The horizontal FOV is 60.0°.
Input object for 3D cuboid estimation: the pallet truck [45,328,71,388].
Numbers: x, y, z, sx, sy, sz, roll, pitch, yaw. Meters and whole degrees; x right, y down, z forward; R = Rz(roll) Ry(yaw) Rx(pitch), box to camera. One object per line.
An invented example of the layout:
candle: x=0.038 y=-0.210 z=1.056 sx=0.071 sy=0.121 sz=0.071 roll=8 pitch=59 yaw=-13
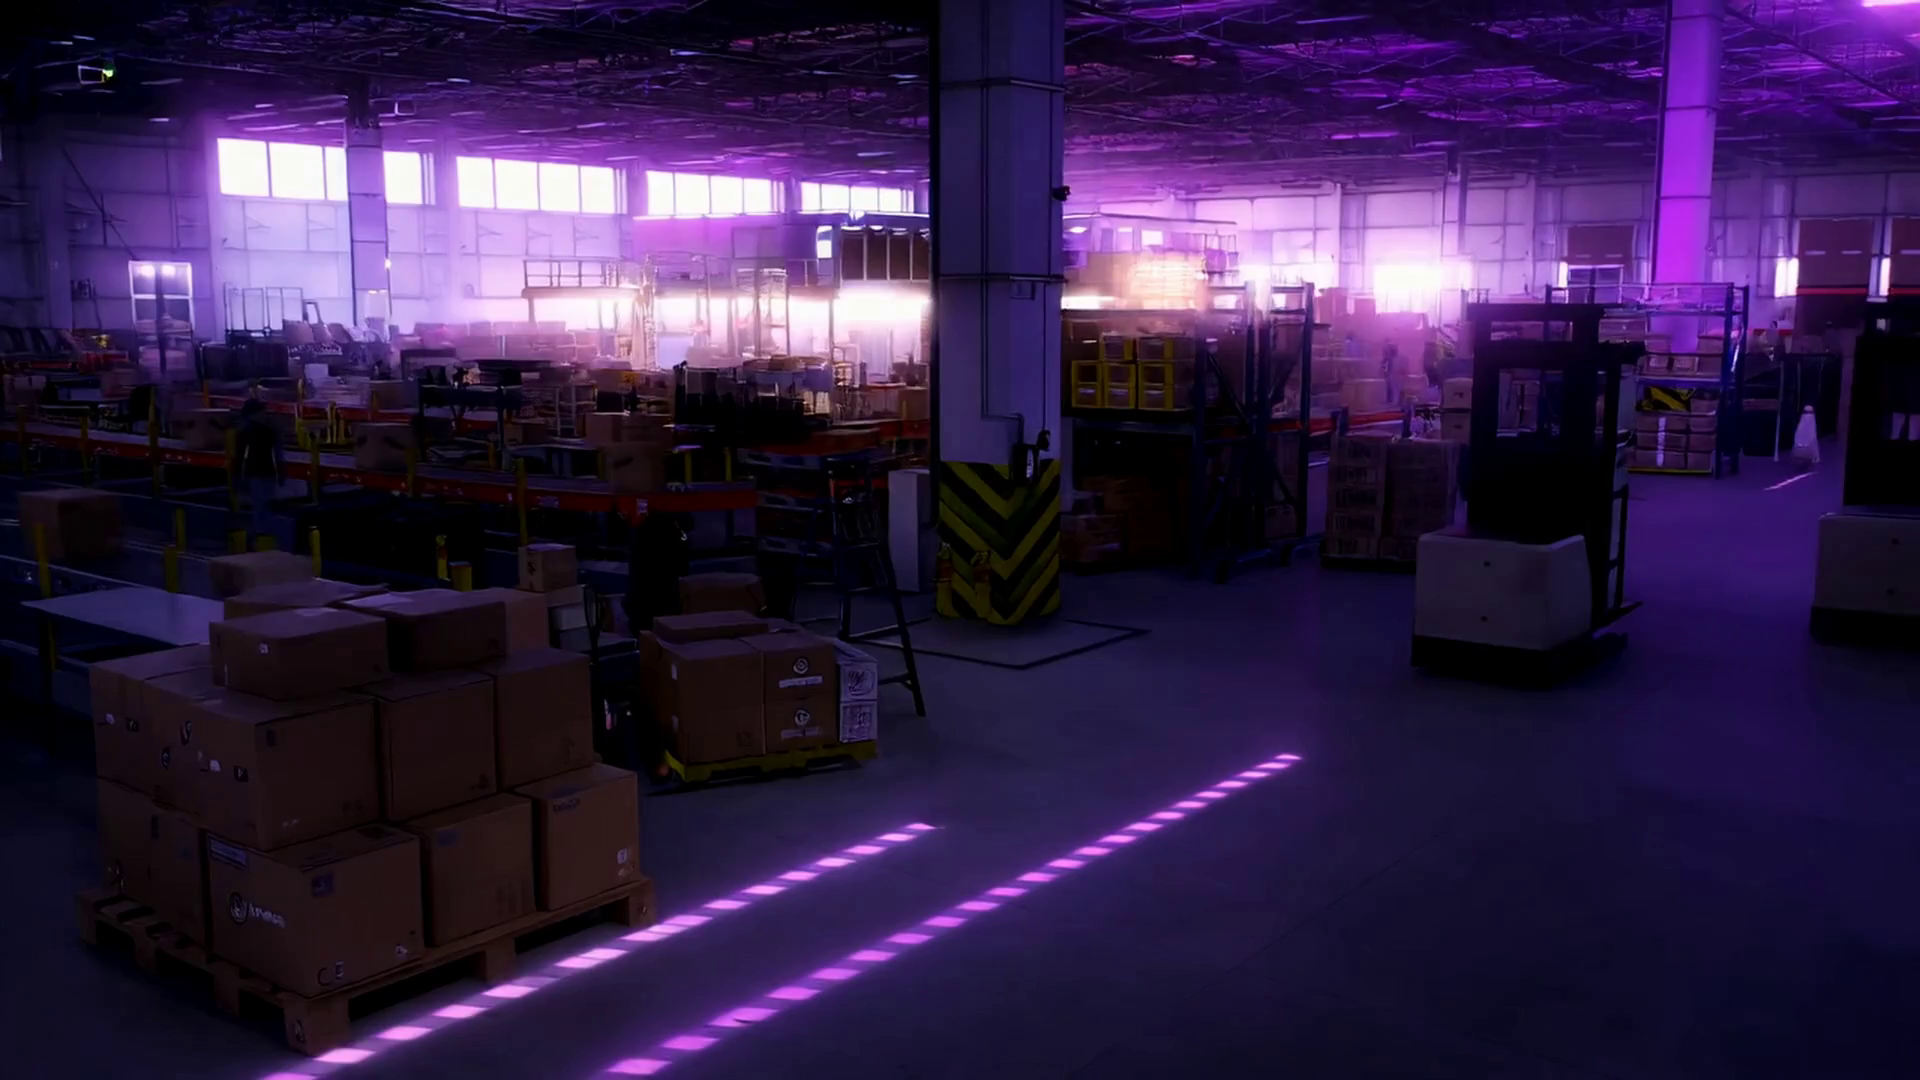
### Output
pallet truck: x=-23.775 y=-4.544 z=43.495 sx=1.885 sy=1.965 sz=0.823 roll=6 pitch=10 yaw=35

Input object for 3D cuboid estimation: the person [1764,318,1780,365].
person: x=33.015 y=-8.075 z=67.598 sx=0.598 sy=1.908 sz=0.632 roll=-4 pitch=9 yaw=-23

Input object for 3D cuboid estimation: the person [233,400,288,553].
person: x=-7.771 y=-0.687 z=18.428 sx=0.893 sy=1.720 sz=0.535 roll=4 pitch=9 yaw=26

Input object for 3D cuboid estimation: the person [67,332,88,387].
person: x=-22.459 y=-4.316 z=42.262 sx=0.651 sy=1.906 sz=0.403 roll=5 pitch=10 yaw=28

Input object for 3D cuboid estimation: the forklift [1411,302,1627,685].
forklift: x=4.379 y=-0.438 z=12.852 sx=1.129 sy=2.768 sz=1.873 roll=7 pitch=11 yaw=37

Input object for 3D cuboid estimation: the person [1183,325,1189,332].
person: x=7.294 y=-6.022 z=53.868 sx=0.325 sy=1.877 sz=0.521 roll=4 pitch=9 yaw=26

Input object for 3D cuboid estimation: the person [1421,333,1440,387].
person: x=13.811 y=-5.219 z=48.891 sx=0.319 sy=1.740 sz=0.633 roll=-7 pitch=11 yaw=-40

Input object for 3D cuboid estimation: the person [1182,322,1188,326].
person: x=7.698 y=-6.466 z=56.752 sx=0.633 sy=1.912 sz=1.018 roll=-2 pitch=9 yaw=-13

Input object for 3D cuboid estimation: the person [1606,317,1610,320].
person: x=29.021 y=-9.031 z=74.307 sx=0.624 sy=1.831 sz=0.618 roll=-4 pitch=9 yaw=-25

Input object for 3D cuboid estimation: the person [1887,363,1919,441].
person: x=15.660 y=-2.167 z=27.472 sx=0.612 sy=1.997 sz=0.376 roll=3 pitch=9 yaw=22

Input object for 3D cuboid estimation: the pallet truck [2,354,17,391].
pallet truck: x=-24.881 y=-4.417 z=42.634 sx=1.885 sy=1.965 sz=0.823 roll=8 pitch=11 yaw=41

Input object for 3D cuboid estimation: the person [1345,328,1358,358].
person: x=11.105 y=-5.014 z=46.925 sx=0.685 sy=1.922 sz=0.564 roll=5 pitch=10 yaw=30

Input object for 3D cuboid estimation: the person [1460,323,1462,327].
person: x=23.996 y=-9.938 z=80.105 sx=0.584 sy=1.923 sz=0.607 roll=-1 pitch=8 yaw=-6

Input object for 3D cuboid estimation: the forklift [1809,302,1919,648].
forklift: x=7.987 y=-0.603 z=13.962 sx=1.129 sy=2.768 sz=1.873 roll=7 pitch=11 yaw=37

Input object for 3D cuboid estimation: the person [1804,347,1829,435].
person: x=17.174 y=-2.960 z=33.395 sx=0.597 sy=1.818 sz=0.508 roll=-2 pitch=9 yaw=-15

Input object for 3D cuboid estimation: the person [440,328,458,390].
person: x=-13.203 y=-4.503 z=43.211 sx=1.000 sy=1.994 sz=0.633 roll=-3 pitch=9 yaw=-21

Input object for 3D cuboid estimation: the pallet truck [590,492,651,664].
pallet truck: x=-3.115 y=0.344 z=12.883 sx=0.653 sy=1.274 sz=1.630 roll=7 pitch=11 yaw=37

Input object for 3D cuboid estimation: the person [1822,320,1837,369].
person: x=33.366 y=-7.521 z=63.927 sx=0.975 sy=1.882 sz=0.565 roll=-1 pitch=8 yaw=-7

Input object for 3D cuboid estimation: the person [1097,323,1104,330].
person: x=5.060 y=-6.987 z=60.617 sx=0.932 sy=1.797 sz=0.537 roll=1 pitch=8 yaw=4

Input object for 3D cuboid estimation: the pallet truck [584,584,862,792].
pallet truck: x=-1.426 y=0.805 z=10.019 sx=1.601 sy=1.201 sz=0.680 roll=-4 pitch=9 yaw=-26

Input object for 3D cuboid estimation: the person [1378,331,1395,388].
person: x=11.007 y=-4.416 z=42.882 sx=0.429 sy=1.918 sz=0.556 roll=6 pitch=10 yaw=34
